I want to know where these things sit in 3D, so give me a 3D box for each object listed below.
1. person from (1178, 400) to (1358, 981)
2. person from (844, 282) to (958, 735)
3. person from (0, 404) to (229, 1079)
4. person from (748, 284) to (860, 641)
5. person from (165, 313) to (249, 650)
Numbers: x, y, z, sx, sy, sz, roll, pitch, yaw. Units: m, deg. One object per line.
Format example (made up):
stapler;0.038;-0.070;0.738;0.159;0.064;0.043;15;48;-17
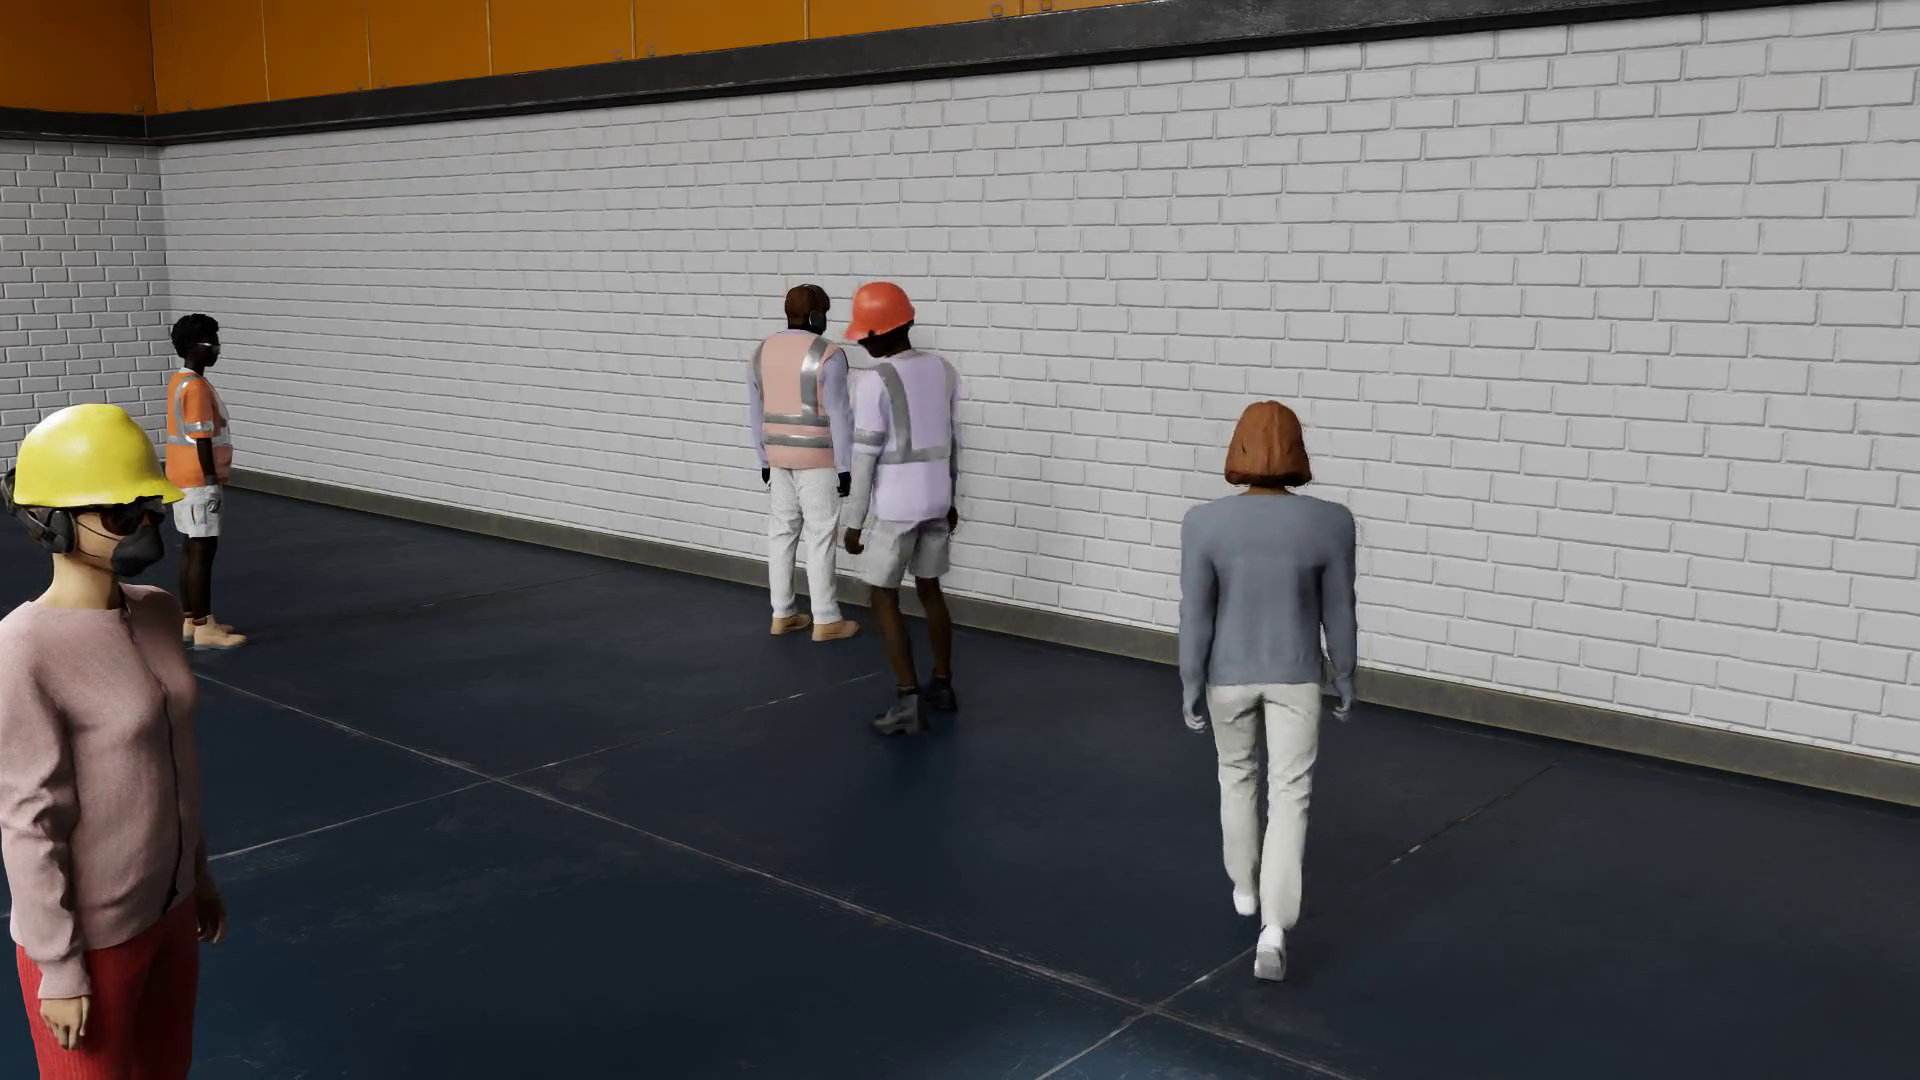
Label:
person;0.868;0.404;4.734;0.502;1.605;0.806;2;10;12
person;-0.180;-0.137;7.013;0.450;1.890;0.623;9;13;42
person;-1.437;0.649;2.869;0.308;1.769;0.525;0;10;1
person;-0.790;-0.401;8.640;0.634;1.839;0.429;7;12;35
person;-3.849;-0.297;8.441;0.319;1.698;0.538;-6;12;-33
